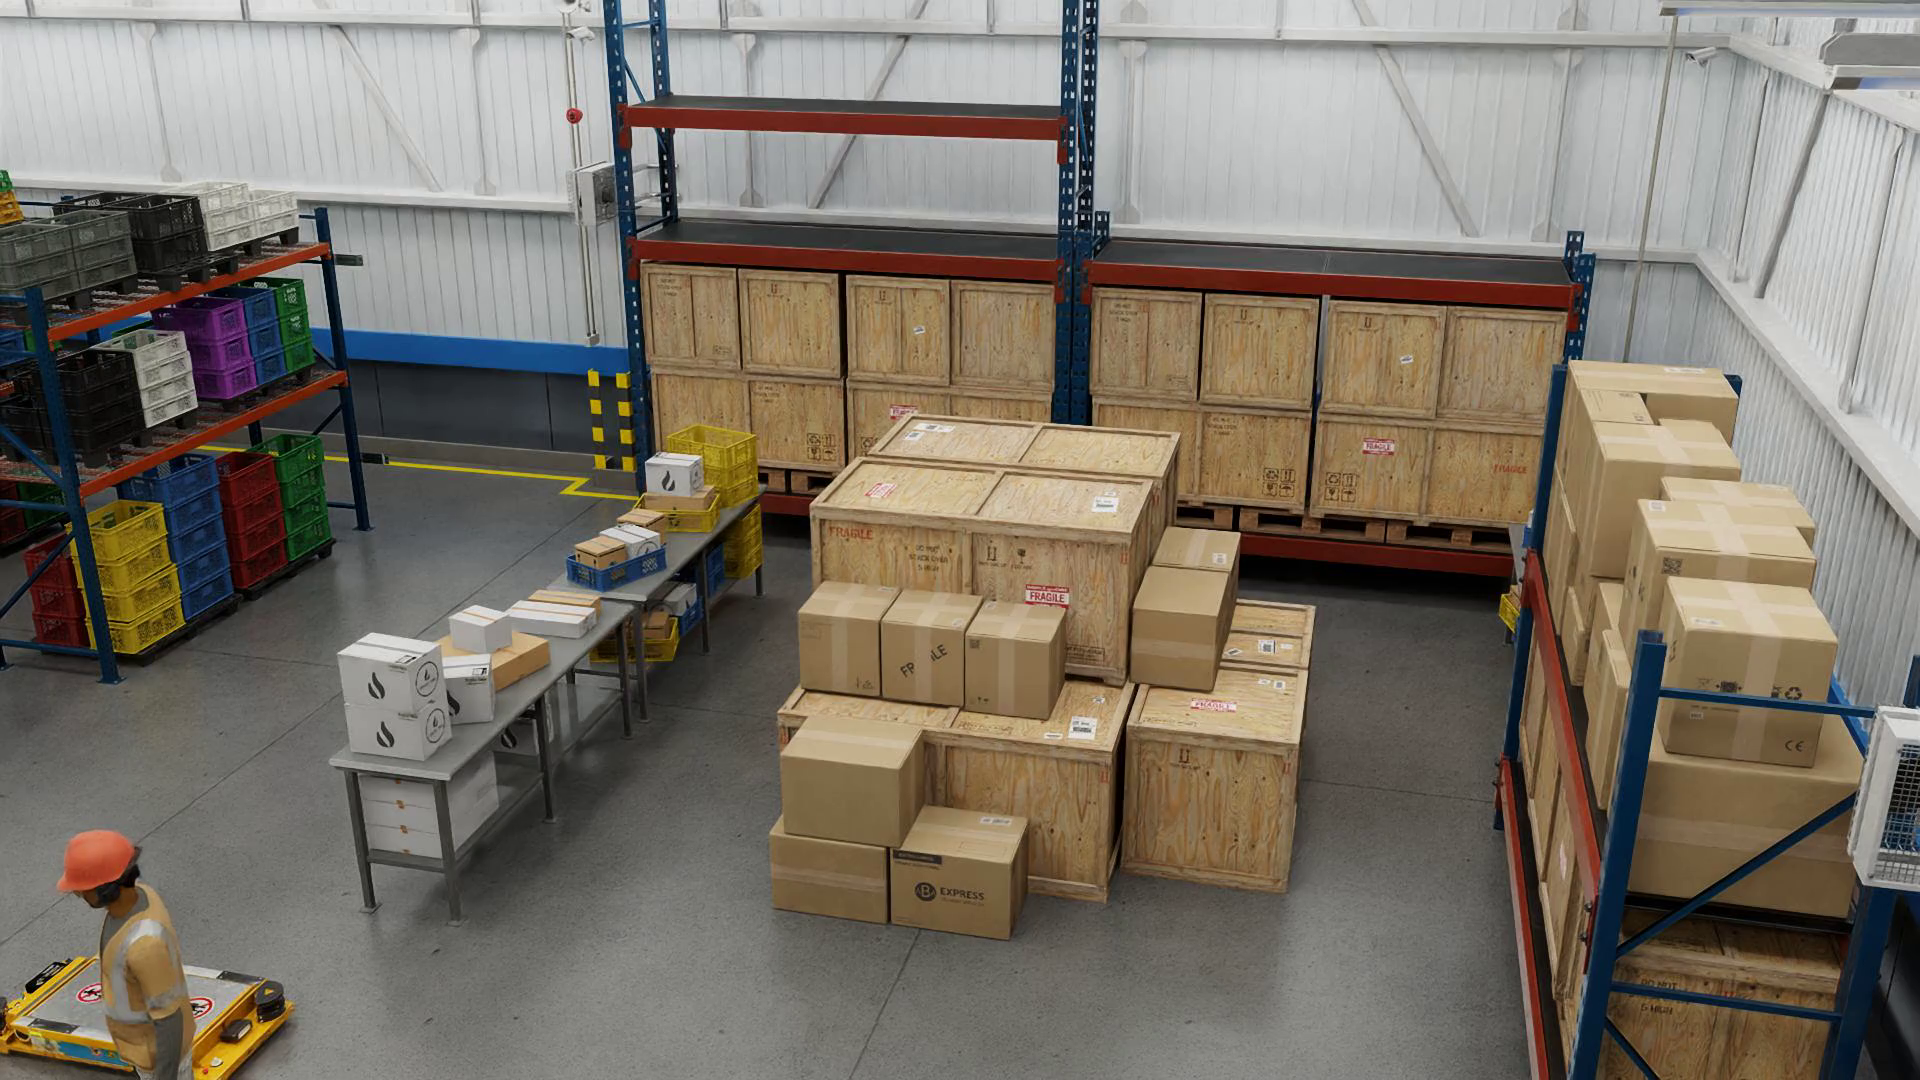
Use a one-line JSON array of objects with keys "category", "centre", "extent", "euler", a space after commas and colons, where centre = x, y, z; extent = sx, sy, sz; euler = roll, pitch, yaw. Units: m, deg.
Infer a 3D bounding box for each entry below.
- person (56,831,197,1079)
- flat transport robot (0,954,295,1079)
[{"category": "person", "centre": [-3.442, 2.121, 7.027], "extent": [0.392, 2.033, 0.613], "euler": [-14, 25, -32]}, {"category": "flat transport robot", "centre": [-4.270, 2.464, 8.601], "extent": [1.431, 0.231, 0.659], "euler": [5, 22, 13]}]
